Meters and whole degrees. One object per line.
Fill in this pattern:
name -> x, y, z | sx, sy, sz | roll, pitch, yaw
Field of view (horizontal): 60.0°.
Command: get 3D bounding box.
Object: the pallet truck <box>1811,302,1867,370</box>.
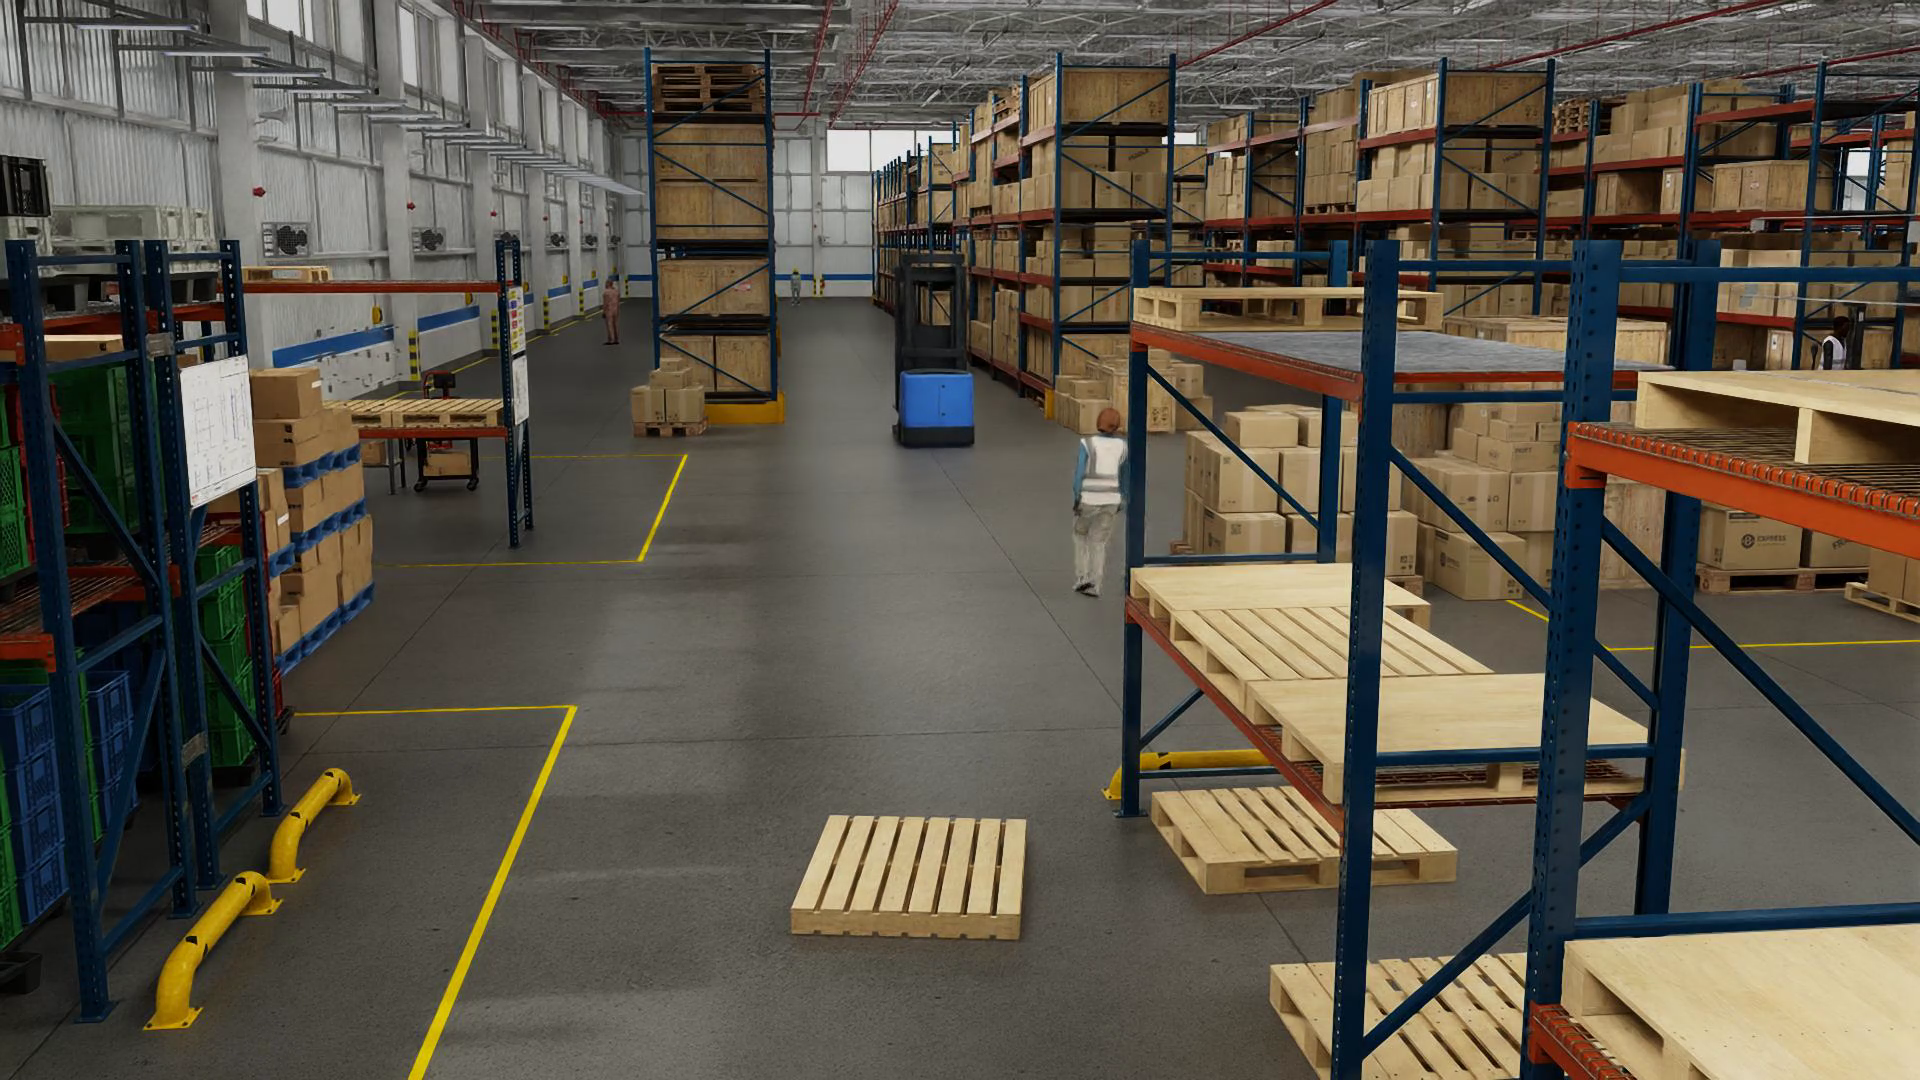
pallet truck -> 15.846, -3.142, 28.793 | 1.885, 1.965, 0.823 | 2, 10, 12

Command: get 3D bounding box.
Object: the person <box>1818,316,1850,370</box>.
person -> 13.061, -2.399, 24.923 | 0.587, 1.911, 0.397 | -10, 14, -43

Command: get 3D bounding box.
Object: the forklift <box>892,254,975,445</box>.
forklift -> -0.400, -2.891, 24.951 | 1.129, 2.768, 1.873 | -1, 10, -6

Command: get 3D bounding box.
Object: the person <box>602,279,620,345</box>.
person -> -10.159, -6.626, 48.334 | 0.409, 1.913, 0.651 | 6, 12, 31

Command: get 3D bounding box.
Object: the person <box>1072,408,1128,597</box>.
person -> 1.201, -0.321, 14.180 | 0.536, 1.613, 0.381 | -3, 11, -16

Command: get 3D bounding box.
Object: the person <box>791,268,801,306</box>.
person -> -7.596, -11.708, 76.958 | 0.486, 1.745, 0.293 | -1, 10, -8
